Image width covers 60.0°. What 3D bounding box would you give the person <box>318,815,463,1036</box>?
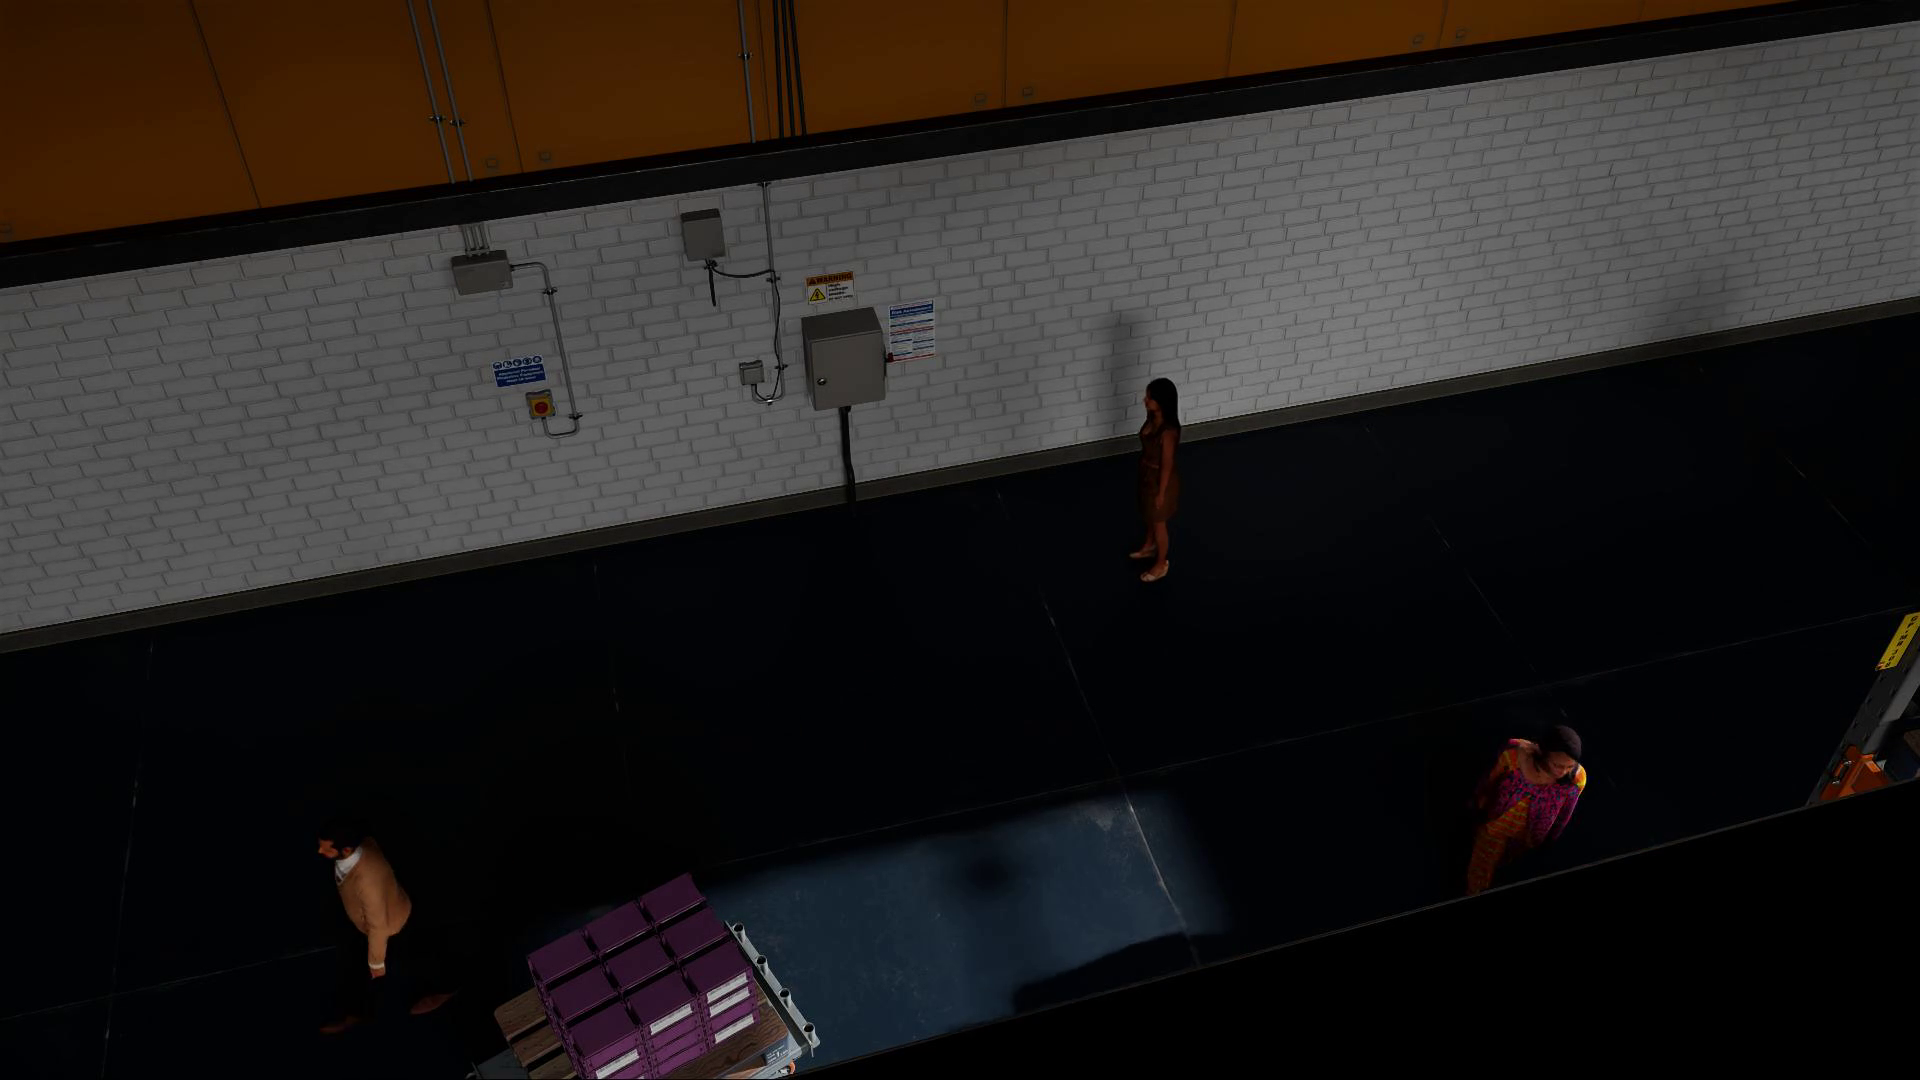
[{"bbox_3d":[-2.958,1.967,8.768,0.974,1.730,1.042,-28,50,-26],"label":"person"}]

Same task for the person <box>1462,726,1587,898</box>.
[{"bbox_3d":[3.150,1.485,9.320,1.116,1.666,1.267,17,46,17],"label":"person"}]

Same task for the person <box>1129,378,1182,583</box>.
[{"bbox_3d":[1.349,-0.411,11.297,0.629,1.685,0.445,-10,44,-10],"label":"person"}]
